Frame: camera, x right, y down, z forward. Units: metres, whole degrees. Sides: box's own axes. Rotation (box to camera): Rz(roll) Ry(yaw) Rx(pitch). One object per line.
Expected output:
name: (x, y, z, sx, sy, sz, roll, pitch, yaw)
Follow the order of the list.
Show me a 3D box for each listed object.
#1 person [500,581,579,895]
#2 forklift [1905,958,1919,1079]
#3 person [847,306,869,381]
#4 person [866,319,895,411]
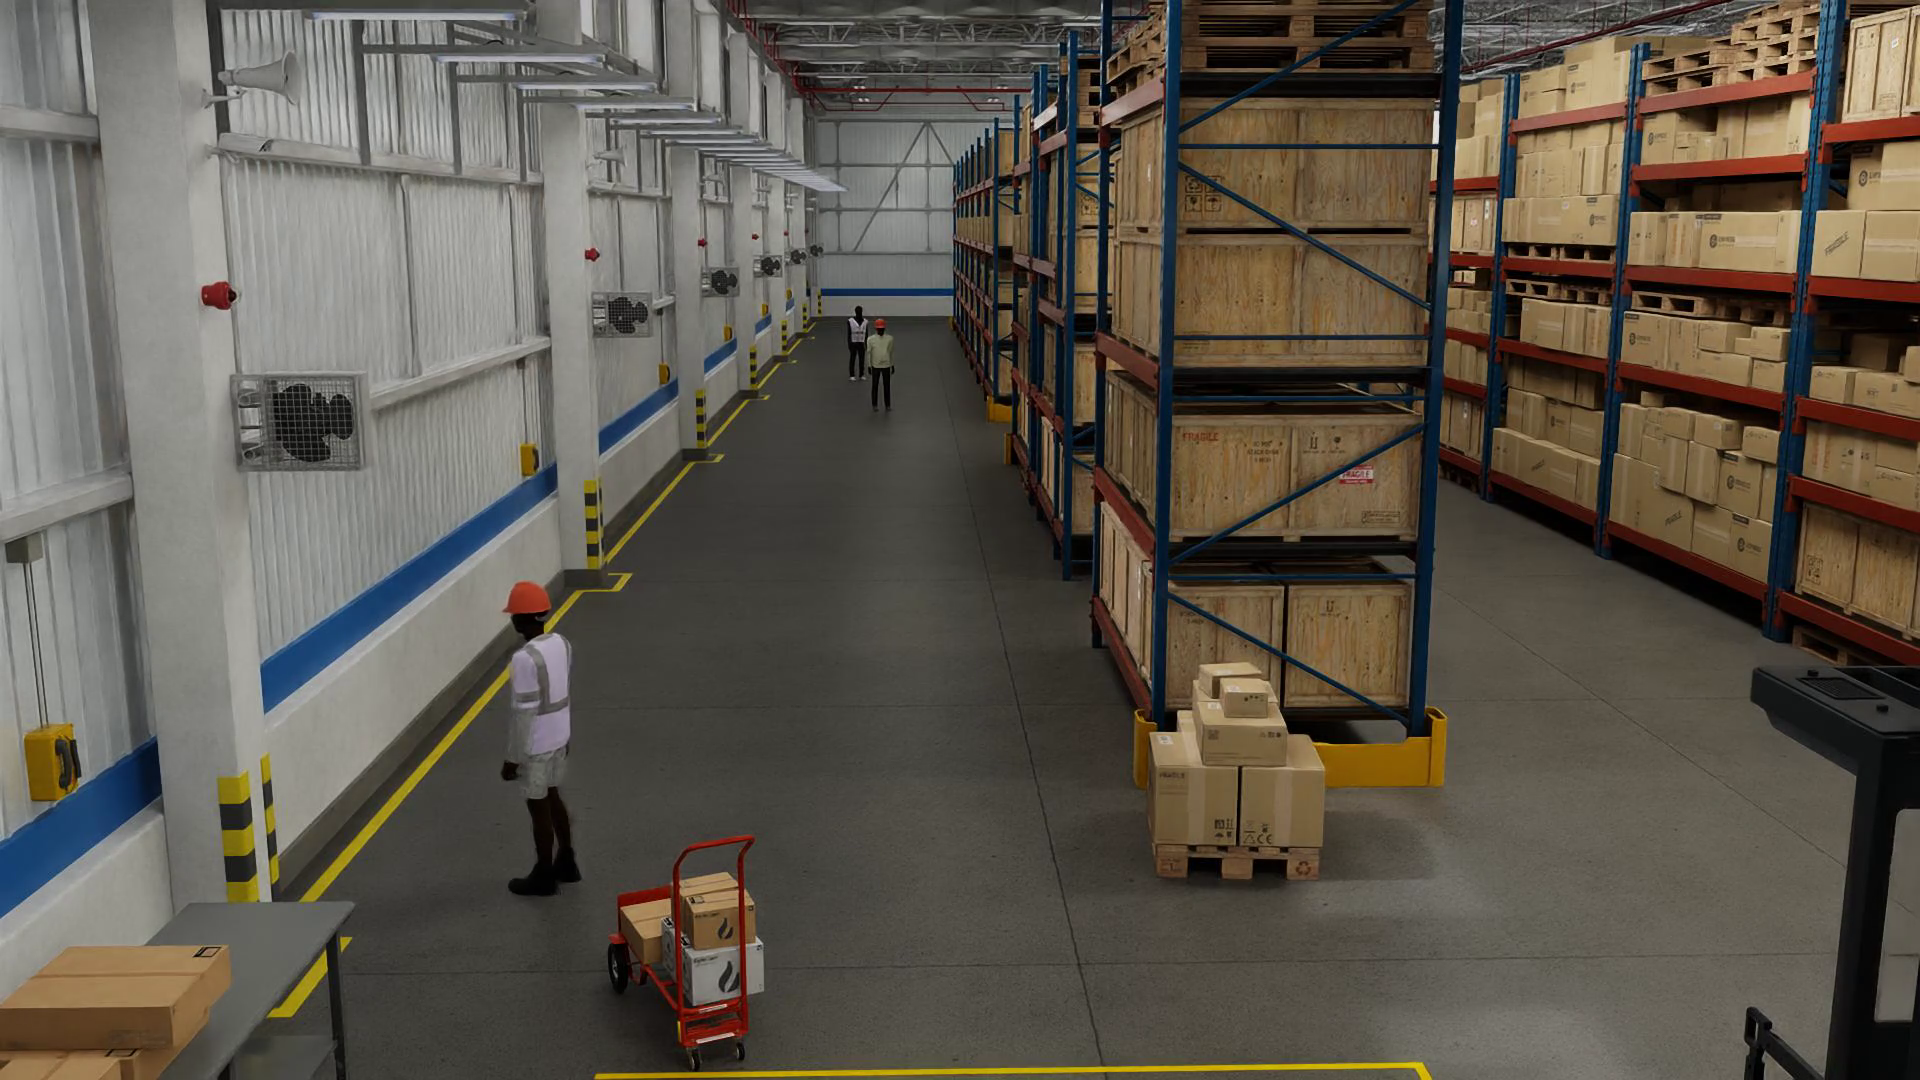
person: (-2.565, 1.201, 10.065, 0.390, 1.934, 0.583, 2, 11, 12)
forklift: (3.157, 1.764, 4.674, 1.129, 2.768, 1.873, 0, 11, -2)
person: (-2.614, -5.034, 42.586, 0.592, 1.910, 0.383, -6, 12, -28)
person: (-1.699, -3.750, 35.699, 0.618, 1.986, 0.410, -3, 11, -14)
